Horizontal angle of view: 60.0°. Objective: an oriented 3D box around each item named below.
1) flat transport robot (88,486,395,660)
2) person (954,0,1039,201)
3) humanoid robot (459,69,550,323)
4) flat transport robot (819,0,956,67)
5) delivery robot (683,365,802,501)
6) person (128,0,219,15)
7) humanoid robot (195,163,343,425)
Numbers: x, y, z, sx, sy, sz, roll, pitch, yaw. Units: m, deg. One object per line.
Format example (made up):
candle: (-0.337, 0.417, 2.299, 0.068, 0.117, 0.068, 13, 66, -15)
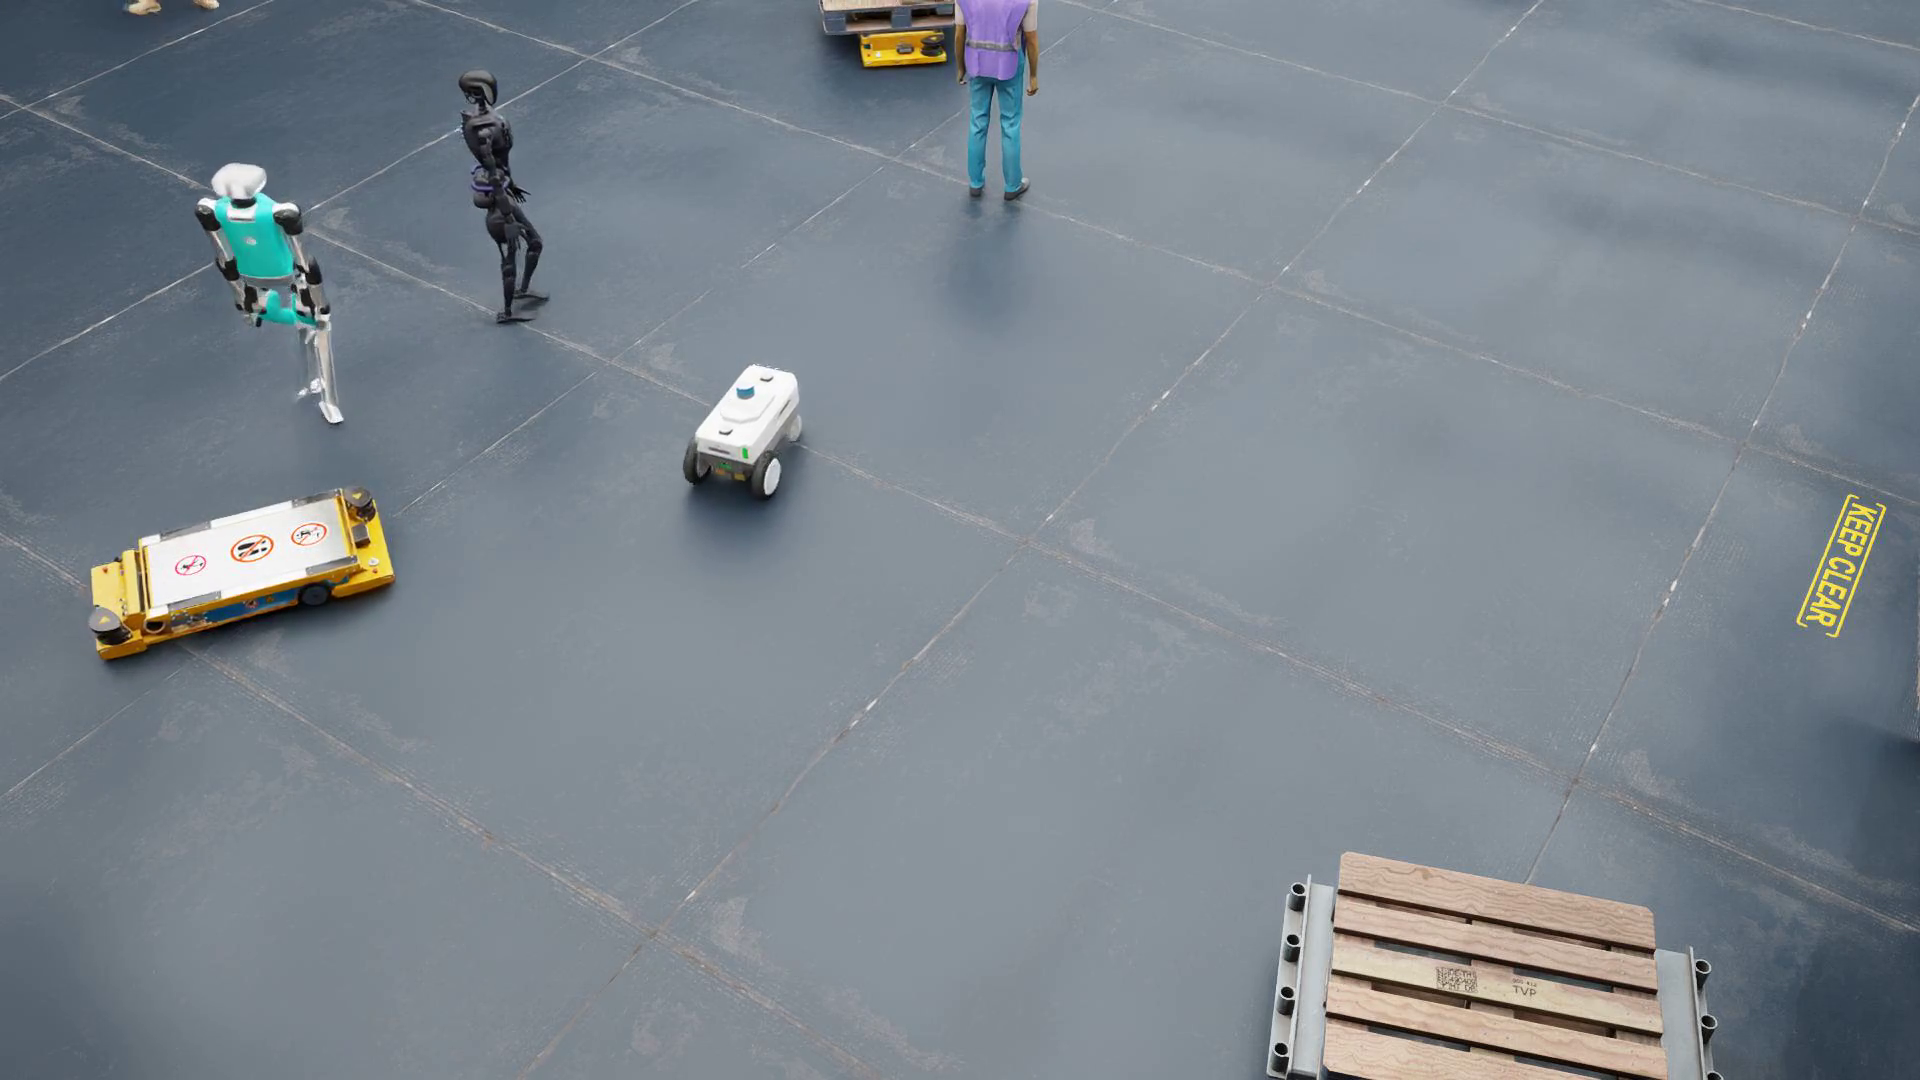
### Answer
flat transport robot: (-3.720, 0.152, 8.609, 1.431, 0.231, 0.659, -16, 44, -17)
person: (0.241, -3.128, 11.096, 0.568, 1.844, 0.379, 10, 43, 11)
humanoid robot: (-2.763, -2.052, 10.019, 0.367, 1.643, 0.585, -9, 43, -10)
flat transport robot: (-0.531, -4.257, 13.543, 0.659, 0.231, 1.431, -6, 42, -6)
delivery robot: (-1.186, -0.609, 9.261, 0.499, 0.614, 0.802, 14, 44, 15)
person: (-6.551, -5.076, 13.383, 0.723, 1.710, 0.305, -15, 44, -16)
humanoid robot: (-3.713, -1.421, 9.280, 0.596, 1.783, 0.863, 1, 42, 1)
